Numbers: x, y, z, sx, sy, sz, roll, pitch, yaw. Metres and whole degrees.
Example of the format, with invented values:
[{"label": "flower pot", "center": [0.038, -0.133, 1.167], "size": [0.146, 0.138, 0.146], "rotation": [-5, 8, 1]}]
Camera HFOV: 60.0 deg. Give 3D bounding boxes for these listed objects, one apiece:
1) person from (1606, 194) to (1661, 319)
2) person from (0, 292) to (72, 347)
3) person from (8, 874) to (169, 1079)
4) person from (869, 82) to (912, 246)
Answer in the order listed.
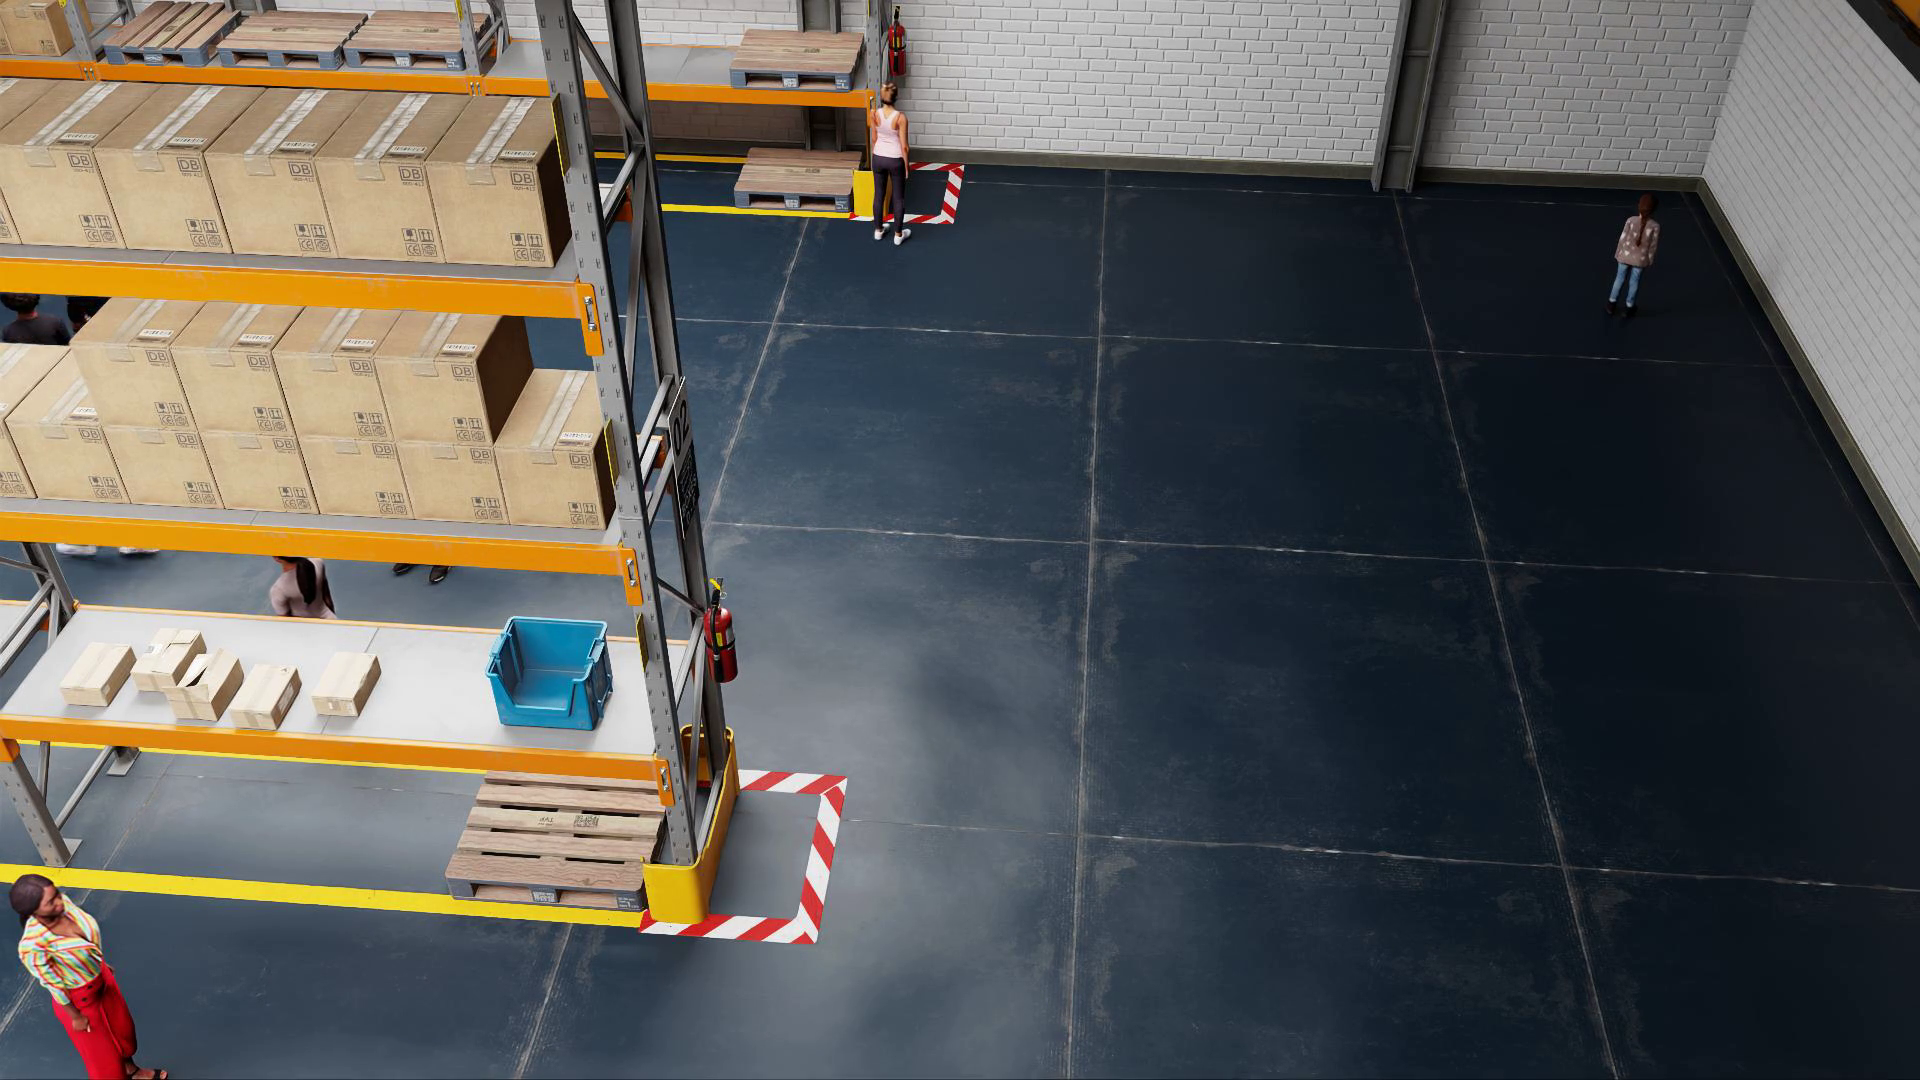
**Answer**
[{"label": "person", "center": [6.128, -2.588, 15.112], "size": [0.499, 1.194, 0.606], "rotation": [18, 42, 21]}, {"label": "person", "center": [-7.026, -1.192, 12.908], "size": [1.063, 1.765, 1.098], "rotation": [-25, 45, -28]}, {"label": "person", "center": [-4.452, 2.327, 8.478], "size": [0.574, 1.793, 0.627], "rotation": [-2, 39, -3]}, {"label": "person", "center": [-0.690, -3.658, 16.088], "size": [0.540, 1.648, 0.662], "rotation": [13, 40, 16]}]
